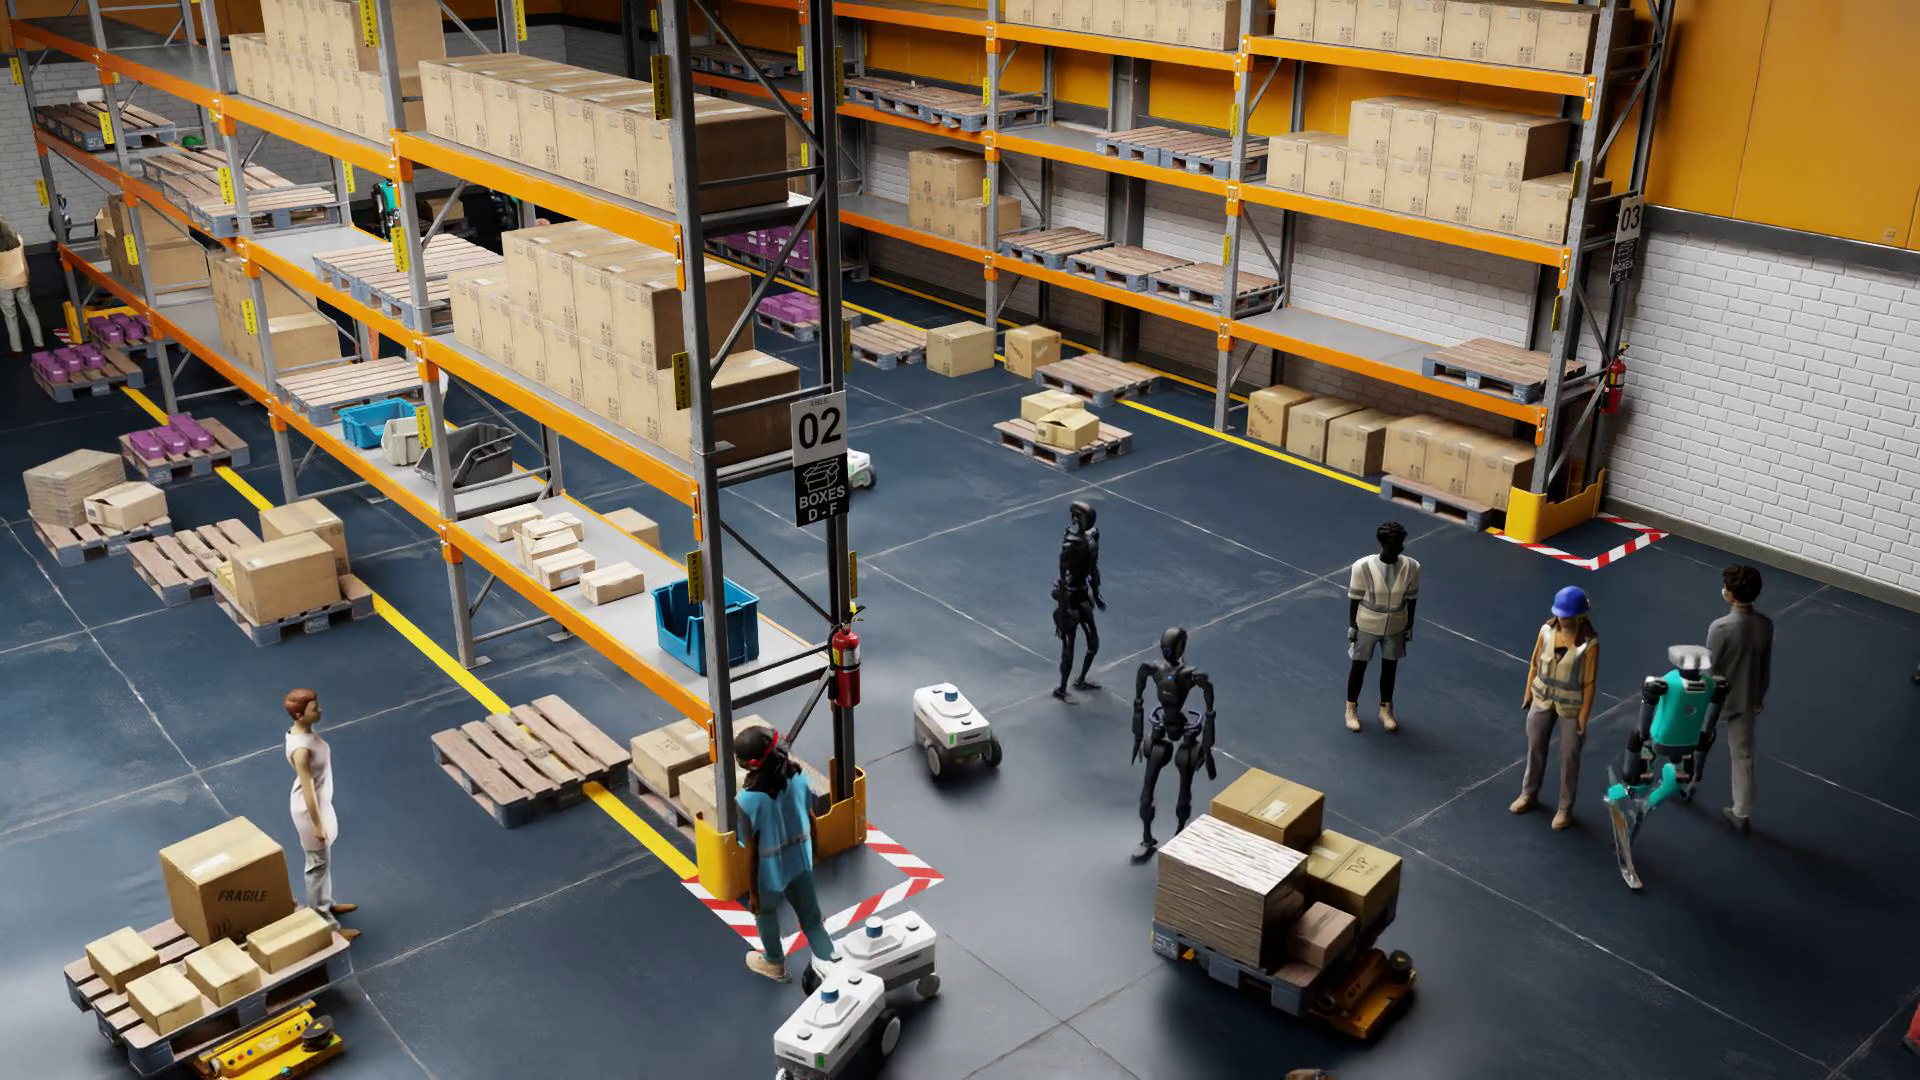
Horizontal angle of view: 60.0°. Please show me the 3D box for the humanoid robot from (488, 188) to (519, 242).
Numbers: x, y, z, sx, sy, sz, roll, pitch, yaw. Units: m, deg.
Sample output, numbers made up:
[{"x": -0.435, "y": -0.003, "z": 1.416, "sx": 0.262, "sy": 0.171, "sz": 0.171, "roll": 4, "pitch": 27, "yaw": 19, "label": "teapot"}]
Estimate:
[{"x": -7.283, "y": -5.609, "z": 26.799, "sx": 0.542, "sy": 1.773, "sz": 0.883, "roll": -21, "pitch": 31, "yaw": -39, "label": "humanoid robot"}]

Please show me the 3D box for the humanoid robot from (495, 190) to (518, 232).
[{"x": -6.848, "y": -5.001, "z": 25.460, "sx": 0.581, "sy": 1.631, "sz": 0.596, "roll": -5, "pitch": 24, "yaw": -12, "label": "humanoid robot"}]

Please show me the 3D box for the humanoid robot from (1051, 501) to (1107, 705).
[{"x": 0.899, "y": 0.468, "z": 12.779, "sx": 0.310, "sy": 1.648, "sz": 0.608, "roll": 15, "pitch": 27, "yaw": 30, "label": "humanoid robot"}]

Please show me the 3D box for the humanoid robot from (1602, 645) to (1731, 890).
[{"x": 4.382, "y": 1.437, "z": 10.605, "sx": 0.554, "sy": 1.904, "sz": 0.739, "roll": -2, "pitch": 23, "yaw": -4, "label": "humanoid robot"}]

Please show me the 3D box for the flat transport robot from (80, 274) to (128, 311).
[{"x": -11.602, "y": -3.411, "z": 23.542, "sx": 1.431, "sy": 0.231, "sz": 0.659, "roll": 1, "pitch": 23, "yaw": 3, "label": "flat transport robot"}]

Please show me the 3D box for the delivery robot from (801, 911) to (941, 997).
[{"x": -0.510, "y": 2.463, "z": 9.595, "sx": 0.799, "sy": 0.608, "sz": 0.499, "roll": -15, "pitch": 27, "yaw": -31, "label": "delivery robot"}]

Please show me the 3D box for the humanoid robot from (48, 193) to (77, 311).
[{"x": -12.434, "y": -3.970, "z": 23.059, "sx": 0.356, "sy": 1.645, "sz": 0.631, "roll": -19, "pitch": 30, "yaw": -37, "label": "humanoid robot"}]

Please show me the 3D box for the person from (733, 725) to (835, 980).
[{"x": -0.954, "y": 1.872, "z": 9.359, "sx": 0.553, "sy": 1.824, "sz": 0.940, "roll": -18, "pitch": 29, "yaw": -35, "label": "person"}]

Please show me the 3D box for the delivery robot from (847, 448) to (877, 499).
[{"x": -1.283, "y": -0.756, "z": 17.023, "sx": 0.765, "sy": 0.586, "sz": 0.499, "roll": 14, "pitch": 27, "yaw": 30, "label": "delivery robot"}]

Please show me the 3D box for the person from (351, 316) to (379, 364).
[{"x": -7.204, "y": -2.751, "z": 20.137, "sx": 0.503, "sy": 1.758, "sz": 0.333, "roll": 14, "pitch": 27, "yaw": 29, "label": "person"}]

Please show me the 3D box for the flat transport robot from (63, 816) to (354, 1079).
[{"x": -4.171, "y": 2.673, "z": 9.454, "sx": 1.431, "sy": 0.231, "sz": 0.659, "roll": 20, "pitch": 30, "yaw": 39, "label": "flat transport robot"}]

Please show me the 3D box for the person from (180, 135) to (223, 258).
[{"x": -11.837, "y": -5.361, "z": 25.999, "sx": 0.700, "sy": 1.901, "sz": 0.620, "roll": -15, "pitch": 28, "yaw": -32, "label": "person"}]

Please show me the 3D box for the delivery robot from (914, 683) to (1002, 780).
[{"x": -0.057, "y": 1.359, "z": 12.134, "sx": 0.499, "sy": 0.592, "sz": 0.783, "roll": -10, "pitch": 25, "yaw": -23, "label": "delivery robot"}]

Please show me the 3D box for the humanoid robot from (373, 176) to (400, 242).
[{"x": -8.060, "y": -4.469, "z": 23.971, "sx": 0.533, "sy": 1.677, "sz": 0.735, "roll": -12, "pitch": 26, "yaw": -25, "label": "humanoid robot"}]

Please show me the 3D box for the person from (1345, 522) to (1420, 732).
[{"x": 3.126, "y": 0.639, "z": 12.371, "sx": 0.532, "sy": 1.691, "sz": 0.319, "roll": -1, "pitch": 23, "yaw": -3, "label": "person"}]

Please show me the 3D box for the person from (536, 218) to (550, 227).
[{"x": -5.120, "y": -3.041, "z": 20.632, "sx": 0.406, "sy": 1.901, "sz": 0.637, "roll": 8, "pitch": 25, "yaw": 18, "label": "person"}]

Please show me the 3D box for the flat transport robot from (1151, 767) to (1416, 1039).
[{"x": 1.921, "y": 2.460, "z": 9.947, "sx": 1.431, "sy": 0.231, "sz": 0.659, "roll": 18, "pitch": 29, "yaw": 35, "label": "flat transport robot"}]

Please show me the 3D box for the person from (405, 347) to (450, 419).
[{"x": -5.604, "y": -1.628, "z": 17.597, "sx": 0.507, "sy": 1.717, "sz": 0.602, "roll": 9, "pitch": 25, "yaw": 20, "label": "person"}]

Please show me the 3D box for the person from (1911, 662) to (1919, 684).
[{"x": 7.819, "y": 0.264, "z": 12.950, "sx": 0.546, "sy": 1.926, "sz": 0.388, "roll": 13, "pitch": 26, "yaw": 27, "label": "person"}]

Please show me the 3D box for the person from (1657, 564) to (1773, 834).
[{"x": 5.143, "y": 1.035, "z": 11.243, "sx": 0.603, "sy": 1.863, "sz": 0.800, "roll": -5, "pitch": 24, "yaw": -11, "label": "person"}]

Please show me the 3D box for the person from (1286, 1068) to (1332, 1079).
[{"x": 1.445, "y": 2.956, "z": 6.880, "sx": 1.009, "sy": 1.788, "sz": 0.537, "roll": 12, "pitch": 26, "yaw": 26, "label": "person"}]

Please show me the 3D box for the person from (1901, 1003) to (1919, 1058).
[{"x": 5.520, "y": 2.051, "z": 9.025, "sx": 0.330, "sy": 1.778, "sz": 0.525, "roll": 17, "pitch": 29, "yaw": 35, "label": "person"}]

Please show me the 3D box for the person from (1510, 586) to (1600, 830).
[{"x": 4.012, "y": 1.113, "z": 11.172, "sx": 0.467, "sy": 1.771, "sz": 0.342, "roll": 22, "pitch": 31, "yaw": 40, "label": "person"}]

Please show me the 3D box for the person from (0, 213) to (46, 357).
[{"x": -12.127, "y": -3.280, "z": 21.234, "sx": 0.392, "sy": 1.869, "sz": 0.554, "roll": 14, "pitch": 27, "yaw": 29, "label": "person"}]

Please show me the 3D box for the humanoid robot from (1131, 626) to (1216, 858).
[{"x": 1.384, "y": 1.335, "z": 10.781, "sx": 0.591, "sy": 1.649, "sz": 0.504, "roll": 10, "pitch": 25, "yaw": 22, "label": "humanoid robot"}]

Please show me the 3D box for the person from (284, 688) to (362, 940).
[{"x": -3.894, "y": 1.644, "z": 10.078, "sx": 0.285, "sy": 1.660, "sz": 0.442, "roll": -8, "pitch": 25, "yaw": -18, "label": "person"}]

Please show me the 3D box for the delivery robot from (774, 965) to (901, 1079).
[{"x": -0.690, "y": 2.673, "z": 9.108, "sx": 0.499, "sy": 0.608, "sz": 0.786, "roll": 12, "pitch": 26, "yaw": 25, "label": "delivery robot"}]
